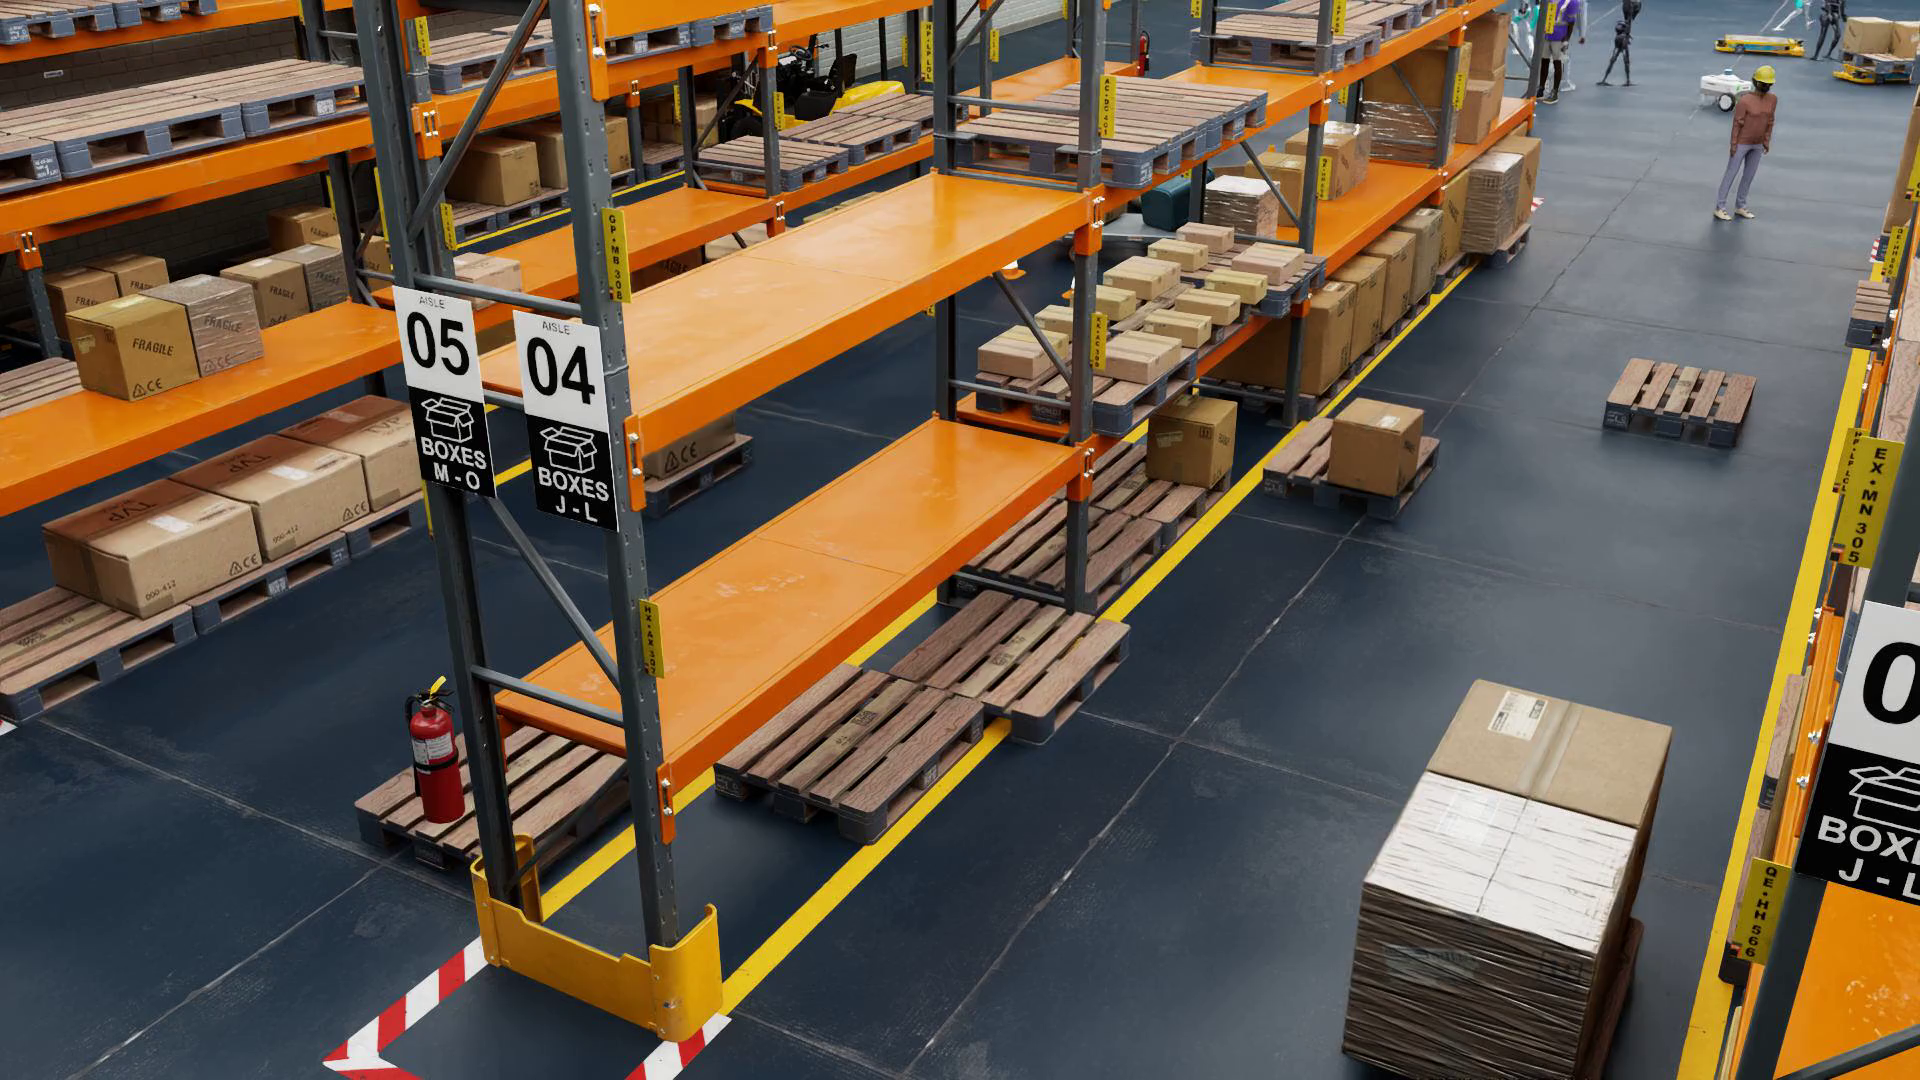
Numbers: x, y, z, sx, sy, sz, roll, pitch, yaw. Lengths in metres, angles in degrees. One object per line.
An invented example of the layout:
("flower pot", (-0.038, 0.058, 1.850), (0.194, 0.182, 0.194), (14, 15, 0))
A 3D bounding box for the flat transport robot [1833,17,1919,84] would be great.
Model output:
("flat transport robot", (15.164, -7.645, 27.227), (1.431, 0.231, 0.659), (-3, 26, -7))

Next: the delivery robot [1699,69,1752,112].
("delivery robot", (11.578, -6.806, 25.138), (0.504, 0.581, 0.752), (-14, 29, -27))

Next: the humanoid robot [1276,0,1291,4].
("humanoid robot", (6.038, -10.134, 30.761), (0.700, 1.836, 0.535), (-10, 28, -20))

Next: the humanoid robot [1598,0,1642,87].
("humanoid robot", (10.636, -8.066, 26.500), (0.657, 1.634, 0.584), (8, 27, 16))

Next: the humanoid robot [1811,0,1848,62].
("humanoid robot", (15.006, -9.072, 28.563), (0.599, 1.646, 0.388), (-16, 30, -30))

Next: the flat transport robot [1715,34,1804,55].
("flat transport robot", (14.278, -8.835, 29.699), (1.431, 0.231, 0.659), (10, 27, 20))

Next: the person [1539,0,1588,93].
("person", (9.447, -7.958, 26.030), (0.850, 1.869, 0.626), (-15, 30, -29))

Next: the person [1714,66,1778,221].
("person", (9.064, -4.545, 19.077), (0.515, 1.759, 0.343), (-8, 27, -15))

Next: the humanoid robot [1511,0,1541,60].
("humanoid robot", (9.873, -9.232, 28.844), (0.540, 1.743, 0.998), (-4, 26, -9))

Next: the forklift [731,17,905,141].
("forklift", (-1.819, -5.975, 21.543), (2.313, 2.155, 1.214), (14, 29, 26))

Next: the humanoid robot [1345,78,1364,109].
("humanoid robot", (5.957, -7.183, 24.653), (0.329, 1.652, 0.614), (-1, 26, -3))

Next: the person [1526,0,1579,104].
("person", (9.039, -7.656, 25.304), (0.376, 1.958, 0.602), (-14, 29, -26))

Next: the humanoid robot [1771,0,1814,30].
("humanoid robot", (16.101, -10.596, 31.701), (0.924, 1.789, 0.545), (0, 26, -1))
